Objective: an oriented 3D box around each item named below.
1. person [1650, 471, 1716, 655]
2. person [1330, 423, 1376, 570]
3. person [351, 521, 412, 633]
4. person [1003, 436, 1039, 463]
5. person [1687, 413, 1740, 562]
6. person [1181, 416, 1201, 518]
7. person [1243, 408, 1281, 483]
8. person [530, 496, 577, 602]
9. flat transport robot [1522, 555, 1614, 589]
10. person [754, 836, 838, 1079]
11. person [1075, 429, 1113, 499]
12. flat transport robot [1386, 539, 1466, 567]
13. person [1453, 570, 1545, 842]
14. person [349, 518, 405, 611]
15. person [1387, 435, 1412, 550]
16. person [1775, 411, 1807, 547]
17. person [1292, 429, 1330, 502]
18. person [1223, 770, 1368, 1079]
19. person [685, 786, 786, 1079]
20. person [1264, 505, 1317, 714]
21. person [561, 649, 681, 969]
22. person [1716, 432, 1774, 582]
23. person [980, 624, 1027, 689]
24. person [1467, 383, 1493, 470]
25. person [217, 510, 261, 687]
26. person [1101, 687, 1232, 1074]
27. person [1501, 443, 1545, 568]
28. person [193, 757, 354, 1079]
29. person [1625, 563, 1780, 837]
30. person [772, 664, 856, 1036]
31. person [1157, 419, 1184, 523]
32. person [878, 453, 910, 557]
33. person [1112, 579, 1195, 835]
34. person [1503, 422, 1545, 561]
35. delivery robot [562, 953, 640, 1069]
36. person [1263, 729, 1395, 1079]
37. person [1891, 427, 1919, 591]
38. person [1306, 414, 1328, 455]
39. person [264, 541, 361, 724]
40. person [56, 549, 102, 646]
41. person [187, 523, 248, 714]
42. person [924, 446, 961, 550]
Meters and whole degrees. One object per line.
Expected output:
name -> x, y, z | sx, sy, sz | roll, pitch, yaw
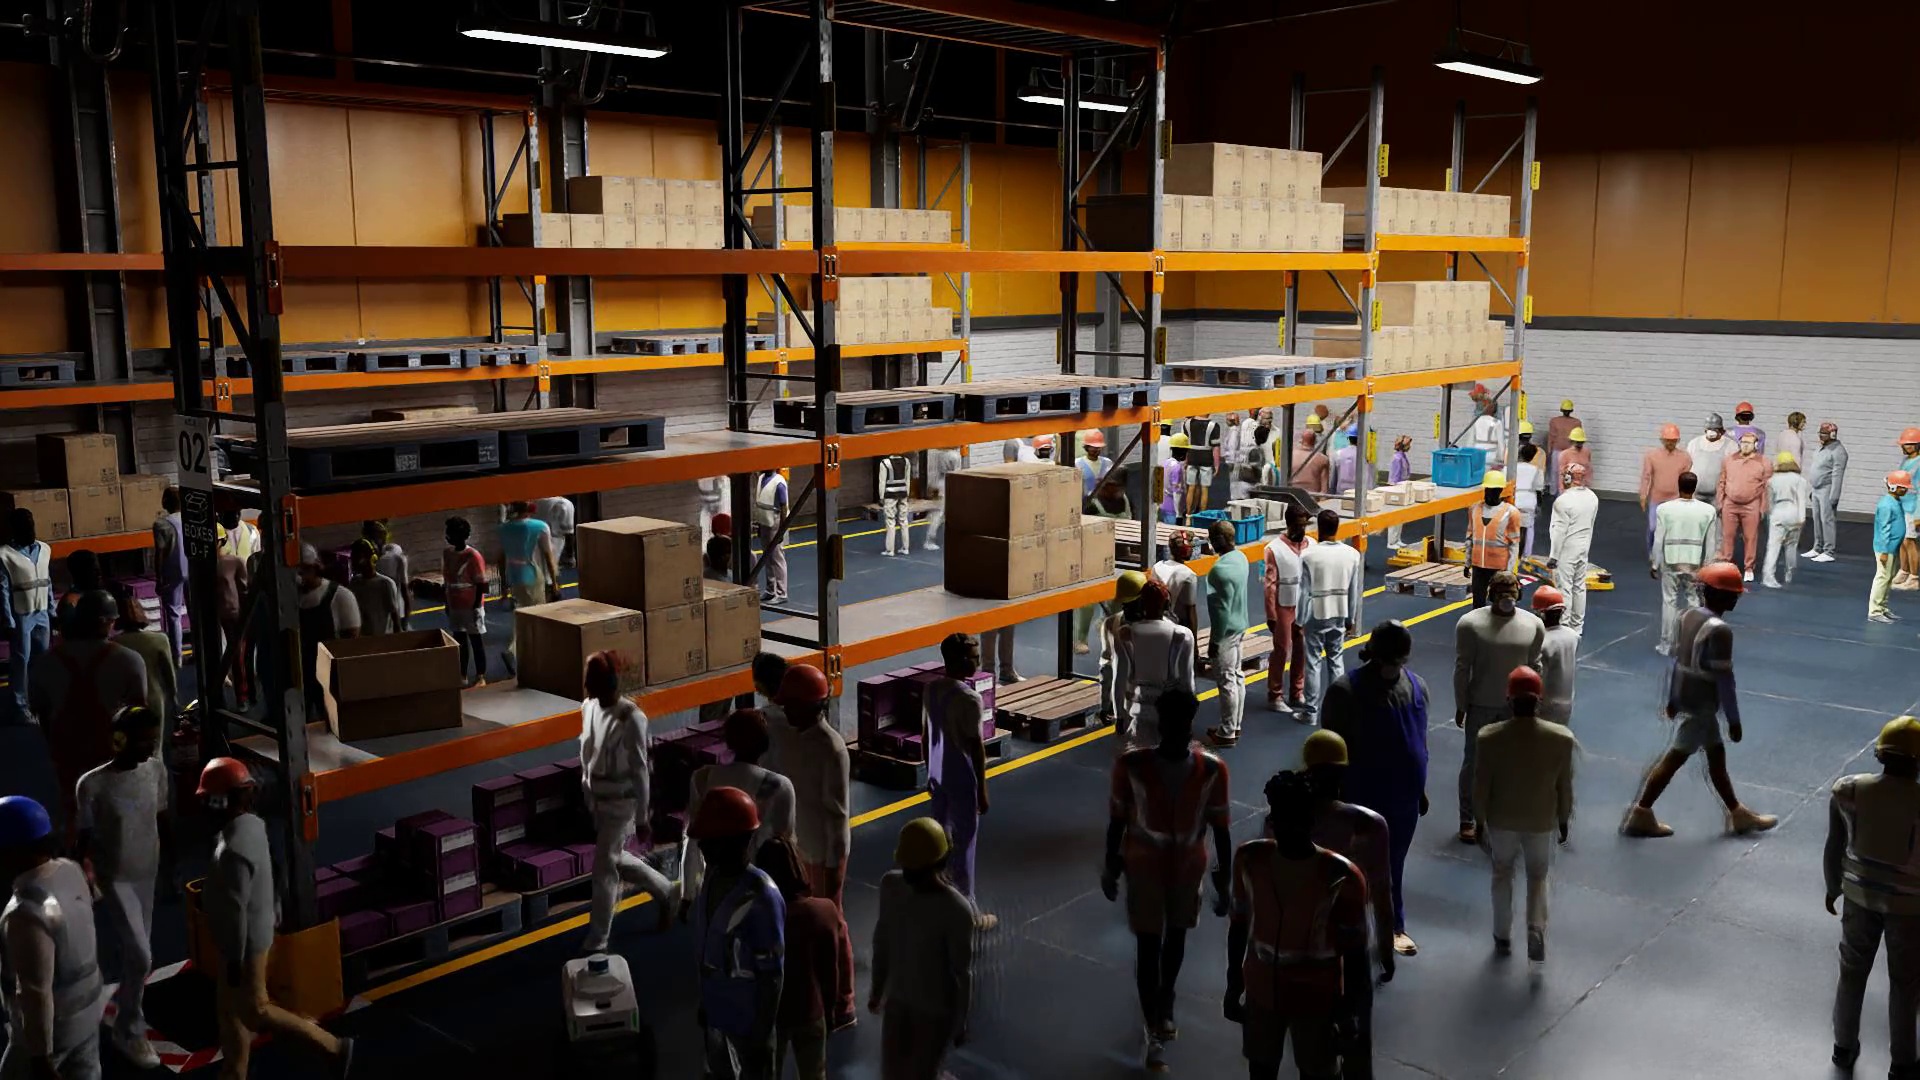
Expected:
person -> 7.459, 0.248, 17.168 | 0.597, 1.916, 0.372 | 2, 10, 12
person -> 5.186, -0.568, 21.954 | 0.615, 1.945, 0.406 | 6, 11, 31
person -> -5.042, 0.738, 14.543 | 0.541, 1.816, 0.963 | -1, 10, -5
person -> 0.959, -0.829, 23.233 | 0.690, 2.000, 0.541 | -4, 10, -21
person -> 10.181, -0.725, 22.611 | 0.681, 2.000, 0.535 | 7, 12, 37
person -> 3.647, -1.304, 26.412 | 0.386, 1.929, 0.543 | -4, 10, -25
person -> 4.555, -1.037, 24.931 | 0.652, 1.895, 0.399 | -4, 10, -23
person -> -4.426, 0.120, 18.001 | 0.649, 1.905, 0.878 | 9, 13, 43
flat transport robot -> 7.728, 0.401, 21.165 | 0.652, 0.197, 1.431 | 0, 9, 0
person -> -0.754, 2.072, 7.156 | 0.503, 1.627, 0.277 | -5, 11, -27
person -> 1.622, -0.351, 20.426 | 0.608, 2.033, 0.427 | -4, 10, -22
flat transport robot -> 6.397, 0.182, 22.471 | 0.652, 0.197, 1.431 | 8, 13, 41
person -> 3.768, 1.161, 11.657 | 0.626, 1.940, 0.372 | 0, 10, 0
person -> -5.564, 0.559, 15.967 | 0.541, 1.696, 0.316 | 1, 10, 6
person -> 6.209, -0.672, 23.517 | 0.324, 1.631, 0.523 | 4, 10, 22
person -> 11.880, -0.879, 23.837 | 0.354, 1.937, 0.635 | 1, 10, 7
person -> 4.566, -0.541, 22.052 | 0.653, 1.872, 0.961 | 3, 10, 19
person -> 1.403, 1.917, 7.059 | 0.612, 1.964, 0.364 | 6, 11, 33
person -> -0.943, 1.956, 6.908 | 0.363, 1.939, 0.542 | -7, 12, -36
person -> 2.976, 0.617, 15.022 | 0.598, 1.906, 0.404 | -6, 11, -33
person -> -1.975, 1.525, 9.741 | 0.854, 1.858, 0.590 | -9, 13, -43
person -> 9.986, -0.429, 21.235 | 0.643, 1.913, 0.411 | 7, 12, 37
person -> 0.425, 0.470, 15.902 | 0.407, 1.902, 0.639 | 8, 13, 41
person -> 9.160, -1.774, 29.091 | 0.629, 1.967, 0.649 | 3, 10, 16
person -> -6.989, 0.490, 15.997 | 0.627, 1.837, 0.430 | -9, 13, -43
person -> 1.072, 1.708, 8.416 | 0.636, 1.924, 0.932 | -1, 10, -3
person -> 7.454, -0.455, 22.113 | 0.606, 1.660, 0.408 | 2, 10, 11
person -> -3.358, 1.886, 8.000 | 0.719, 1.717, 0.565 | -3, 10, -16
person -> 5.240, 1.140, 11.667 | 1.076, 1.980, 0.633 | 1, 10, 6
person -> -0.787, 1.621, 8.791 | 0.411, 1.986, 0.617 | -5, 11, -29
person -> 2.905, -0.840, 23.670 | 0.586, 1.918, 0.396 | 5, 11, 27
person -> -0.899, -0.584, 23.003 | 0.509, 1.629, 0.315 | -8, 12, -39
person -> 1.345, 1.202, 11.600 | 0.575, 1.880, 0.359 | 3, 10, 15
person -> 7.592, -0.641, 22.500 | 0.589, 1.916, 0.400 | -2, 10, -10
delivery robot -> -1.828, 2.344, 8.440 | 0.477, 0.478, 0.707 | -3, 10, -16
person -> 1.726, 1.835, 7.796 | 0.629, 1.891, 0.466 | 3, 10, 20
person -> 11.727, -0.379, 20.584 | 0.403, 2.034, 0.613 | 2, 10, 9
person -> 5.418, -1.057, 25.512 | 0.484, 1.737, 0.321 | -7, 12, -37
person -> -4.882, 0.959, 12.558 | 0.710, 2.000, 0.812 | -1, 10, -5
person -> -6.606, 1.023, 12.573 | 0.399, 1.909, 0.590 | -2, 10, -11
person -> -6.639, 0.701, 14.918 | 0.533, 1.767, 0.325 | -2, 10, -11
person -> -0.162, -0.718, 23.576 | 0.888, 1.700, 0.500 | -5, 11, -29
